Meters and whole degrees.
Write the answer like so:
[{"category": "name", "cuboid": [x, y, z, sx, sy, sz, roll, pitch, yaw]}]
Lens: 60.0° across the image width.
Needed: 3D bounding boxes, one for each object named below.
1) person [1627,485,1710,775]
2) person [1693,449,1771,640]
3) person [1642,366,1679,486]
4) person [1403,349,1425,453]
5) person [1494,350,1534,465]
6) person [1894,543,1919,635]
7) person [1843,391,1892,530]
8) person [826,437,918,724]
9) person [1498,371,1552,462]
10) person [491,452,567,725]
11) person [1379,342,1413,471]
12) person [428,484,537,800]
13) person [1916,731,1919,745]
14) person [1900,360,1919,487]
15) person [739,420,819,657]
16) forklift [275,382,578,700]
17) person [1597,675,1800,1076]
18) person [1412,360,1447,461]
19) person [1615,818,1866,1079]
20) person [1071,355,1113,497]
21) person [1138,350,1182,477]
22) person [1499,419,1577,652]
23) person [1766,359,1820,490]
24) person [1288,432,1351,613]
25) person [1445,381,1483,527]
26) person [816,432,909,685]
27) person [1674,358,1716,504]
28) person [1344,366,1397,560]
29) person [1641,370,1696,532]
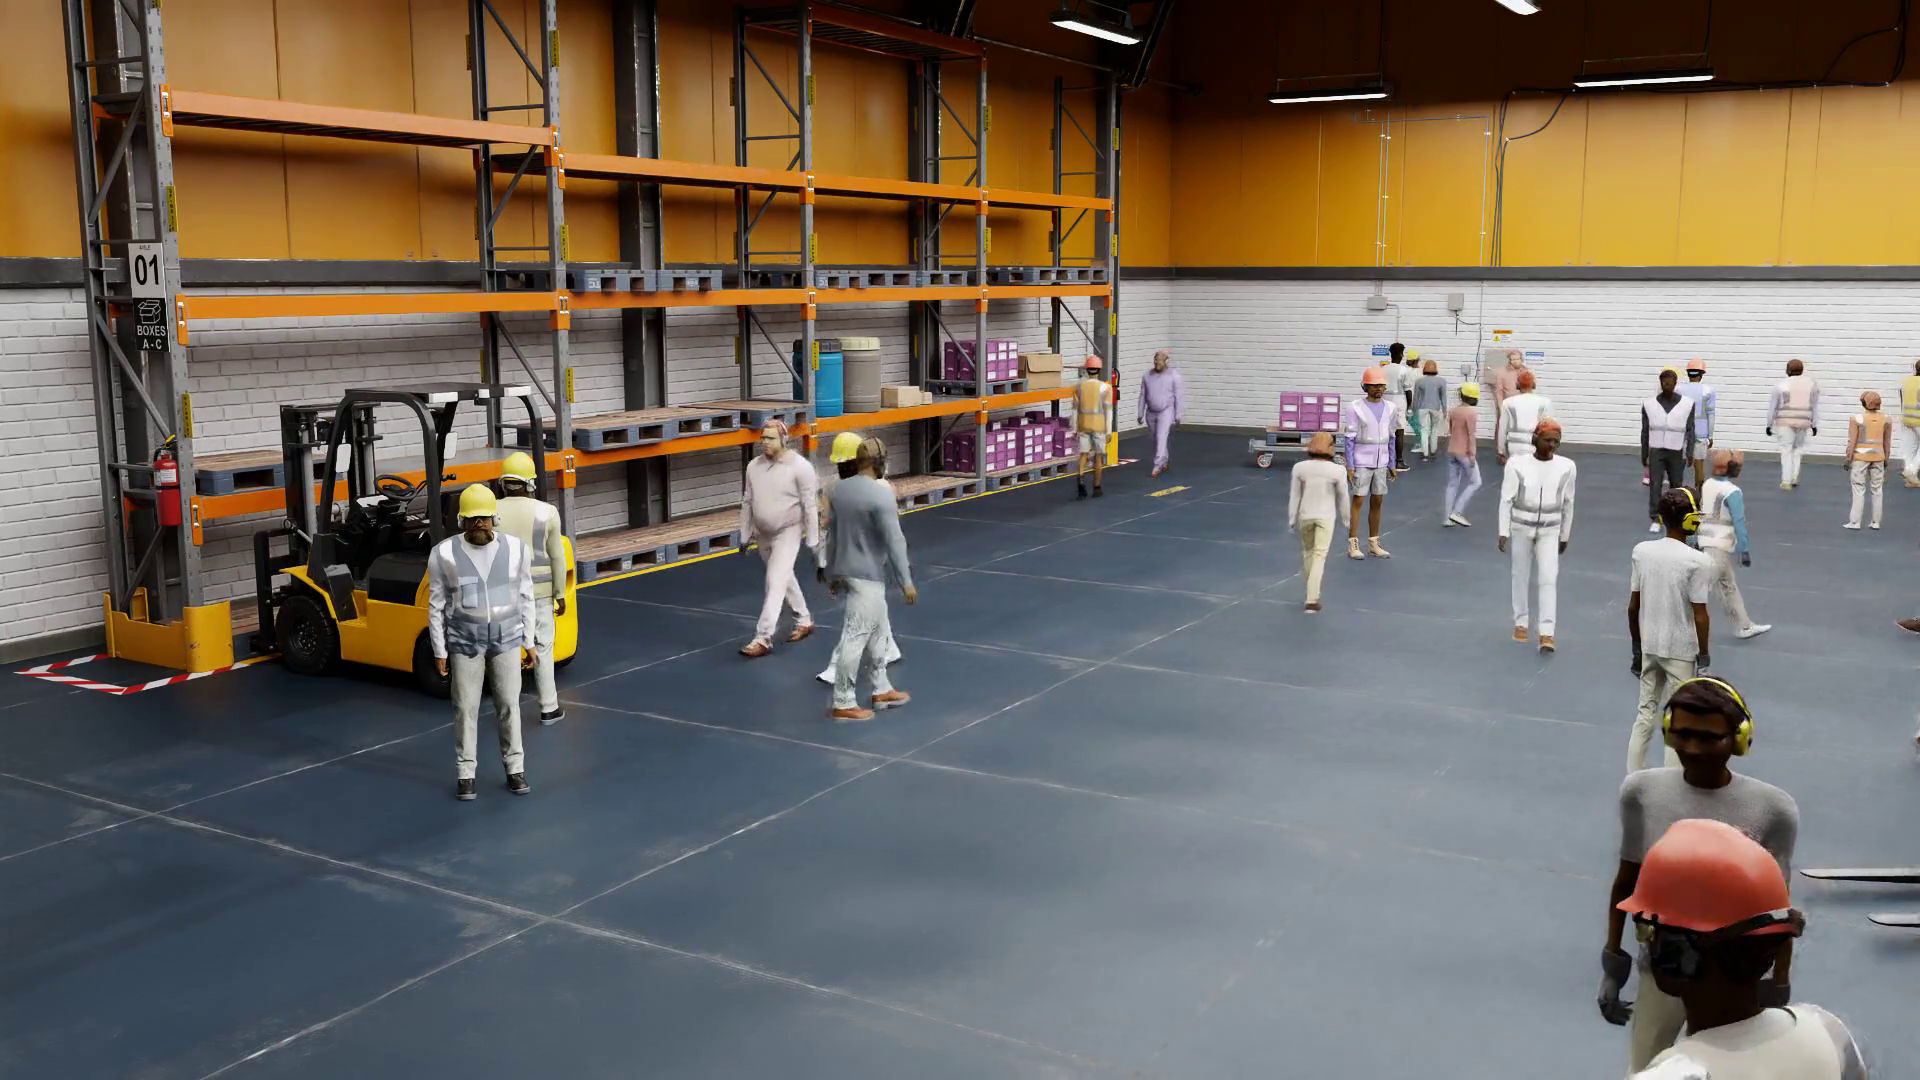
[{"category": "person", "cuboid": [3.871, 0.634, 9.055, 0.328, 1.872, 0.513, -5, 10, -28]}, {"category": "person", "cuboid": [6.196, 0.057, 13.502, 0.871, 1.585, 0.546, 0, 9, 1]}, {"category": "person", "cuboid": [9.932, -1.607, 23.517, 0.362, 1.719, 0.667, 4, 10, 24]}, {"category": "person", "cuboid": [7.657, -2.324, 27.899, 0.484, 1.735, 0.546, 5, 10, 29]}, {"category": "person", "cuboid": [8.592, -2.029, 25.803, 0.638, 1.842, 1.072, 0, 9, 3]}, {"category": "person", "cuboid": [8.211, 0.009, 13.822, 0.831, 1.588, 0.507, 1, 9, 6]}, {"category": "person", "cuboid": [10.649, -0.927, 19.520, 0.523, 1.636, 0.310, 0, 9, -1]}, {"category": "person", "cuboid": [-0.570, 0.264, 11.238, 0.844, 1.897, 0.678, -6, 11, -32]}, {"category": "person", "cuboid": [6.692, -1.077, 19.750, 0.600, 1.857, 0.788, 2, 9, 14]}, {"category": "person", "cuboid": [-2.905, 0.331, 11.061, 0.597, 1.832, 0.404, 0, 9, -2]}, {"category": "person", "cuboid": [6.630, -2.031, 25.386, 0.607, 1.966, 0.367, 8, 12, 40]}, {"category": "person", "cuboid": [-2.729, 0.580, 9.537, 0.596, 1.826, 0.403, -4, 10, -24]}, {"category": "person", "cuboid": [6.333, 0.404, 10.273, 0.982, 1.959, 0.636, -5, 10, -29]}, {"category": "person", "cuboid": [13.468, -1.637, 23.342, 0.442, 1.829, 0.653, -2, 9, -11]}, {"category": "person", "cuboid": [-1.465, -0.033, 13.270, 0.661, 1.860, 1.019, 6, 11, 33]}, {"category": "forklift", "cuboid": [-3.974, -0.067, 12.417, 2.313, 2.155, 1.214, 5, 11, 30]}, {"category": "person", "cuboid": [2.168, 1.305, 4.910, 0.533, 1.860, 0.334, 6, 11, 34]}, {"category": "person", "cuboid": [7.606, -2.107, 26.987, 0.528, 1.601, 0.756, 1, 9, 9]}, {"category": "person", "cuboid": [1.403, 1.525, 3.024, 0.665, 2.025, 0.618, -5, 11, -30]}, {"category": "person", "cuboid": [1.755, -1.500, 22.211, 0.555, 1.926, 0.584, 3, 10, 20]}, {"category": "person", "cuboid": [3.009, -1.910, 24.920, 0.645, 1.883, 0.866, 6, 11, 32]}, {"category": "person", "cuboid": [4.608, -0.030, 13.291, 0.596, 1.840, 0.942, 2, 9, 12]}, {"category": "person", "cuboid": [11.581, -1.615, 23.220, 0.660, 1.823, 0.595, 1, 9, 5]}, {"category": "person", "cuboid": [3.248, -0.175, 14.963, 0.528, 1.588, 0.837, 5, 11, 30]}, {"category": "person", "cuboid": [5.919, -0.994, 19.582, 0.352, 1.747, 0.610, -3, 9, -15]}, {"category": "person", "cuboid": [-0.743, 0.121, 12.299, 0.602, 1.857, 0.996, 7, 11, 35]}, {"category": "person", "cuboid": [9.400, -1.367, 21.363, 0.543, 1.928, 0.372, 5, 11, 31]}, {"category": "person", "cuboid": [4.340, -0.812, 17.535, 0.607, 2.044, 0.374, -3, 10, -19]}, {"category": "person", "cuboid": [8.320, -1.063, 19.572, 0.597, 1.900, 0.768, 4, 10, 25]}]
